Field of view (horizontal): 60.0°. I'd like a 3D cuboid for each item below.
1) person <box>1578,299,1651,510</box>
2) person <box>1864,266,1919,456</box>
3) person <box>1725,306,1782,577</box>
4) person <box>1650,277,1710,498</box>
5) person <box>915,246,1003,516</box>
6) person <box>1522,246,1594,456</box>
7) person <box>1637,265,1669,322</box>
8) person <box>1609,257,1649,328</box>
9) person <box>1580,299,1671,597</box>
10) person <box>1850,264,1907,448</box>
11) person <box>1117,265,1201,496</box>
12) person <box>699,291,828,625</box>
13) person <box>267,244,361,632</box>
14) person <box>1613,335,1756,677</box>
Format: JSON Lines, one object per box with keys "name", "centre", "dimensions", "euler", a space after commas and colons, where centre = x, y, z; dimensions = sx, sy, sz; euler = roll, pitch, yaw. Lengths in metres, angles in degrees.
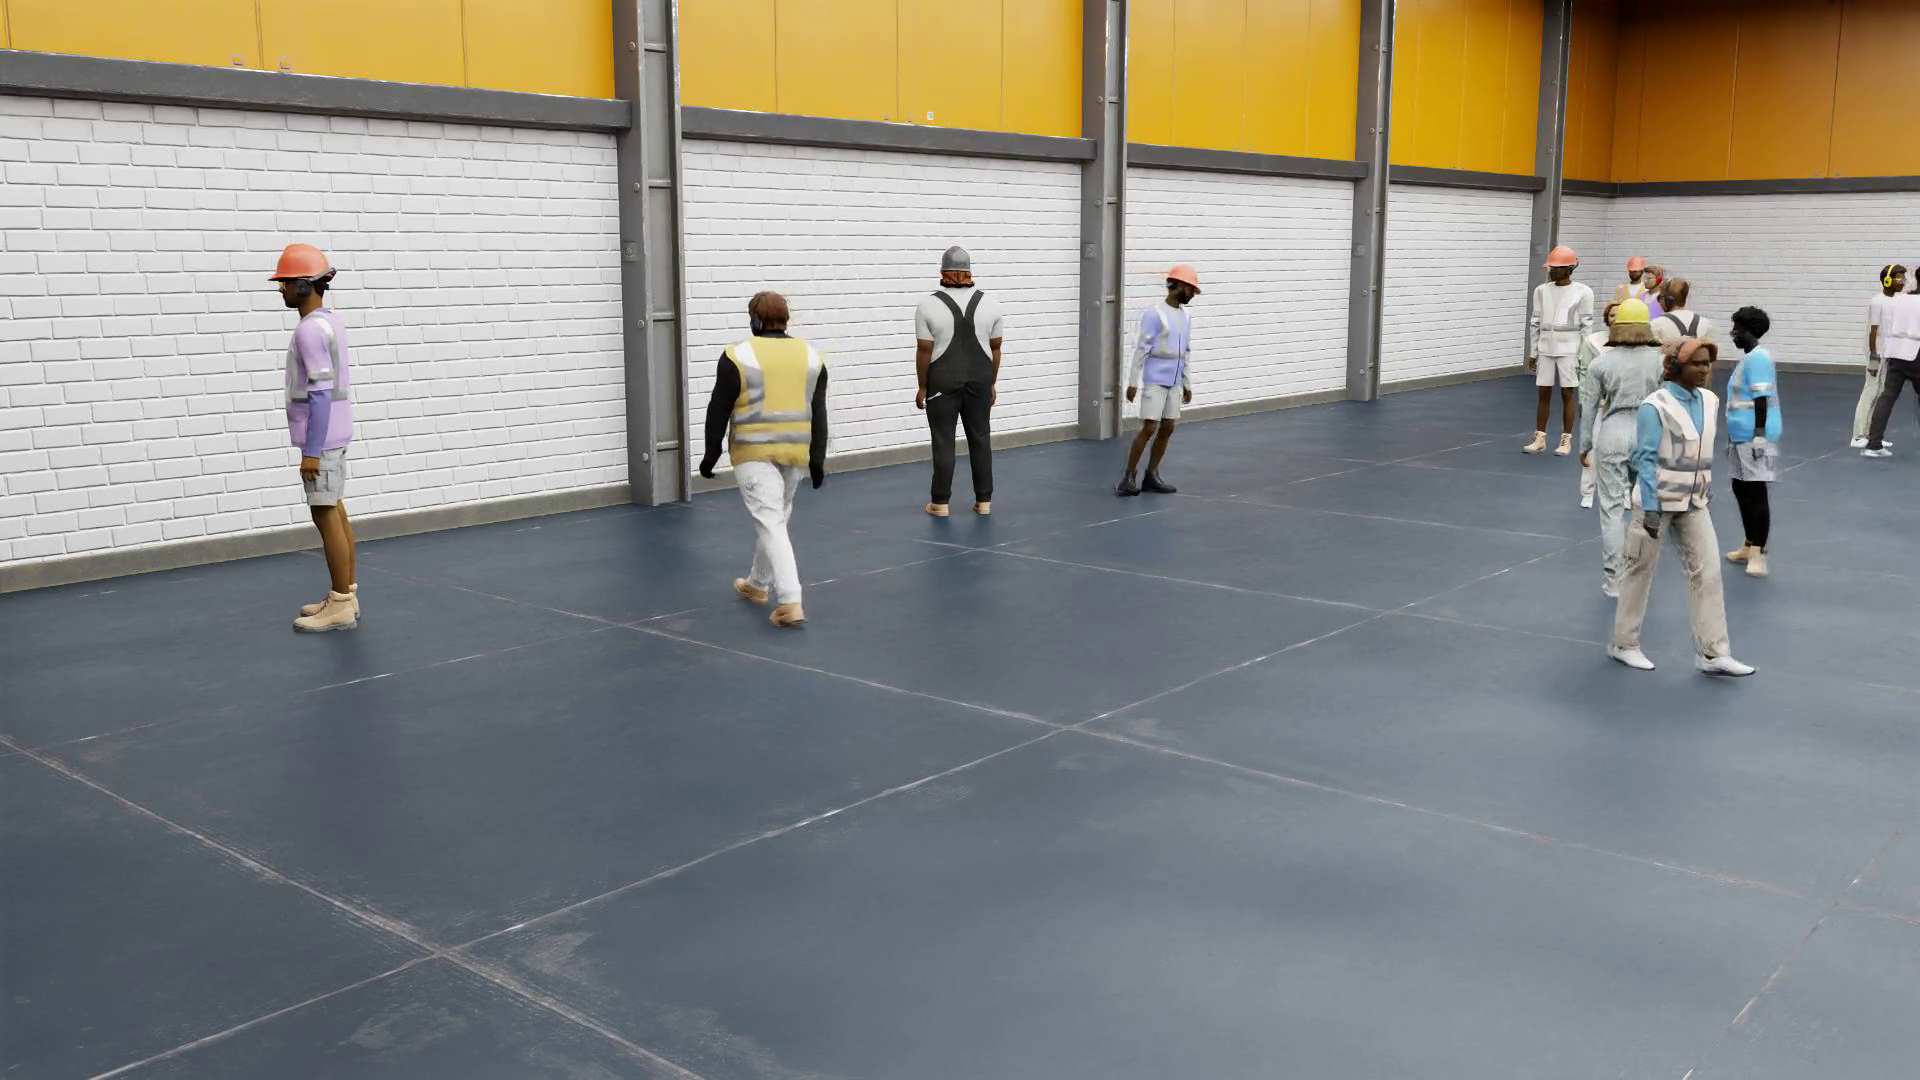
{"name": "person", "centre": [5.069, -1.049, 12.908], "dimensions": [0.520, 1.635, 0.311], "euler": [3, 10, 16]}
{"name": "person", "centre": [9.277, -1.732, 16.120], "dimensions": [0.983, 1.874, 0.601], "euler": [-3, 10, -17]}
{"name": "person", "centre": [4.954, -0.618, 10.395], "dimensions": [0.316, 1.662, 0.669], "euler": [3, 10, 18]}
{"name": "person", "centre": [5.645, -1.142, 12.990], "dimensions": [0.511, 1.814, 0.842], "euler": [-2, 10, -11]}
{"name": "person", "centre": [-0.037, -1.204, 12.634], "dimensions": [0.675, 2.000, 0.537], "euler": [-3, 10, -16]}
{"name": "person", "centre": [5.838, -1.836, 16.236], "dimensions": [0.394, 2.040, 0.609], "euler": [-10, 14, -44]}
{"name": "person", "centre": [7.739, -2.148, 18.598], "dimensions": [0.432, 1.833, 0.561], "euler": [-3, 10, -16]}
{"name": "person", "centre": [9.080, -2.866, 22.517], "dimensions": [0.570, 1.886, 0.996], "euler": [8, 13, 37]}
{"name": "person", "centre": [3.911, -0.548, 9.788], "dimensions": [0.507, 1.719, 0.646], "euler": [3, 10, 17]}
{"name": "person", "centre": [9.340, -1.853, 16.865], "dimensions": [0.506, 1.861, 0.330], "euler": [-9, 14, -43]}
{"name": "person", "centre": [1.658, -1.300, 13.614], "dimensions": [0.627, 1.888, 0.501], "euler": [-10, 14, -44]}
{"name": "person", "centre": [-1.048, -0.458, 9.124], "dimensions": [0.638, 1.798, 0.984], "euler": [-7, 12, -35]}
{"name": "person", "centre": [-3.420, -0.535, 8.821], "dimensions": [0.376, 2.042, 0.615], "euler": [-2, 10, -12]}
{"name": "person", "centre": [3.419, -0.139, 7.794], "dimensions": [0.552, 1.607, 0.764], "euler": [-5, 11, -26]}
